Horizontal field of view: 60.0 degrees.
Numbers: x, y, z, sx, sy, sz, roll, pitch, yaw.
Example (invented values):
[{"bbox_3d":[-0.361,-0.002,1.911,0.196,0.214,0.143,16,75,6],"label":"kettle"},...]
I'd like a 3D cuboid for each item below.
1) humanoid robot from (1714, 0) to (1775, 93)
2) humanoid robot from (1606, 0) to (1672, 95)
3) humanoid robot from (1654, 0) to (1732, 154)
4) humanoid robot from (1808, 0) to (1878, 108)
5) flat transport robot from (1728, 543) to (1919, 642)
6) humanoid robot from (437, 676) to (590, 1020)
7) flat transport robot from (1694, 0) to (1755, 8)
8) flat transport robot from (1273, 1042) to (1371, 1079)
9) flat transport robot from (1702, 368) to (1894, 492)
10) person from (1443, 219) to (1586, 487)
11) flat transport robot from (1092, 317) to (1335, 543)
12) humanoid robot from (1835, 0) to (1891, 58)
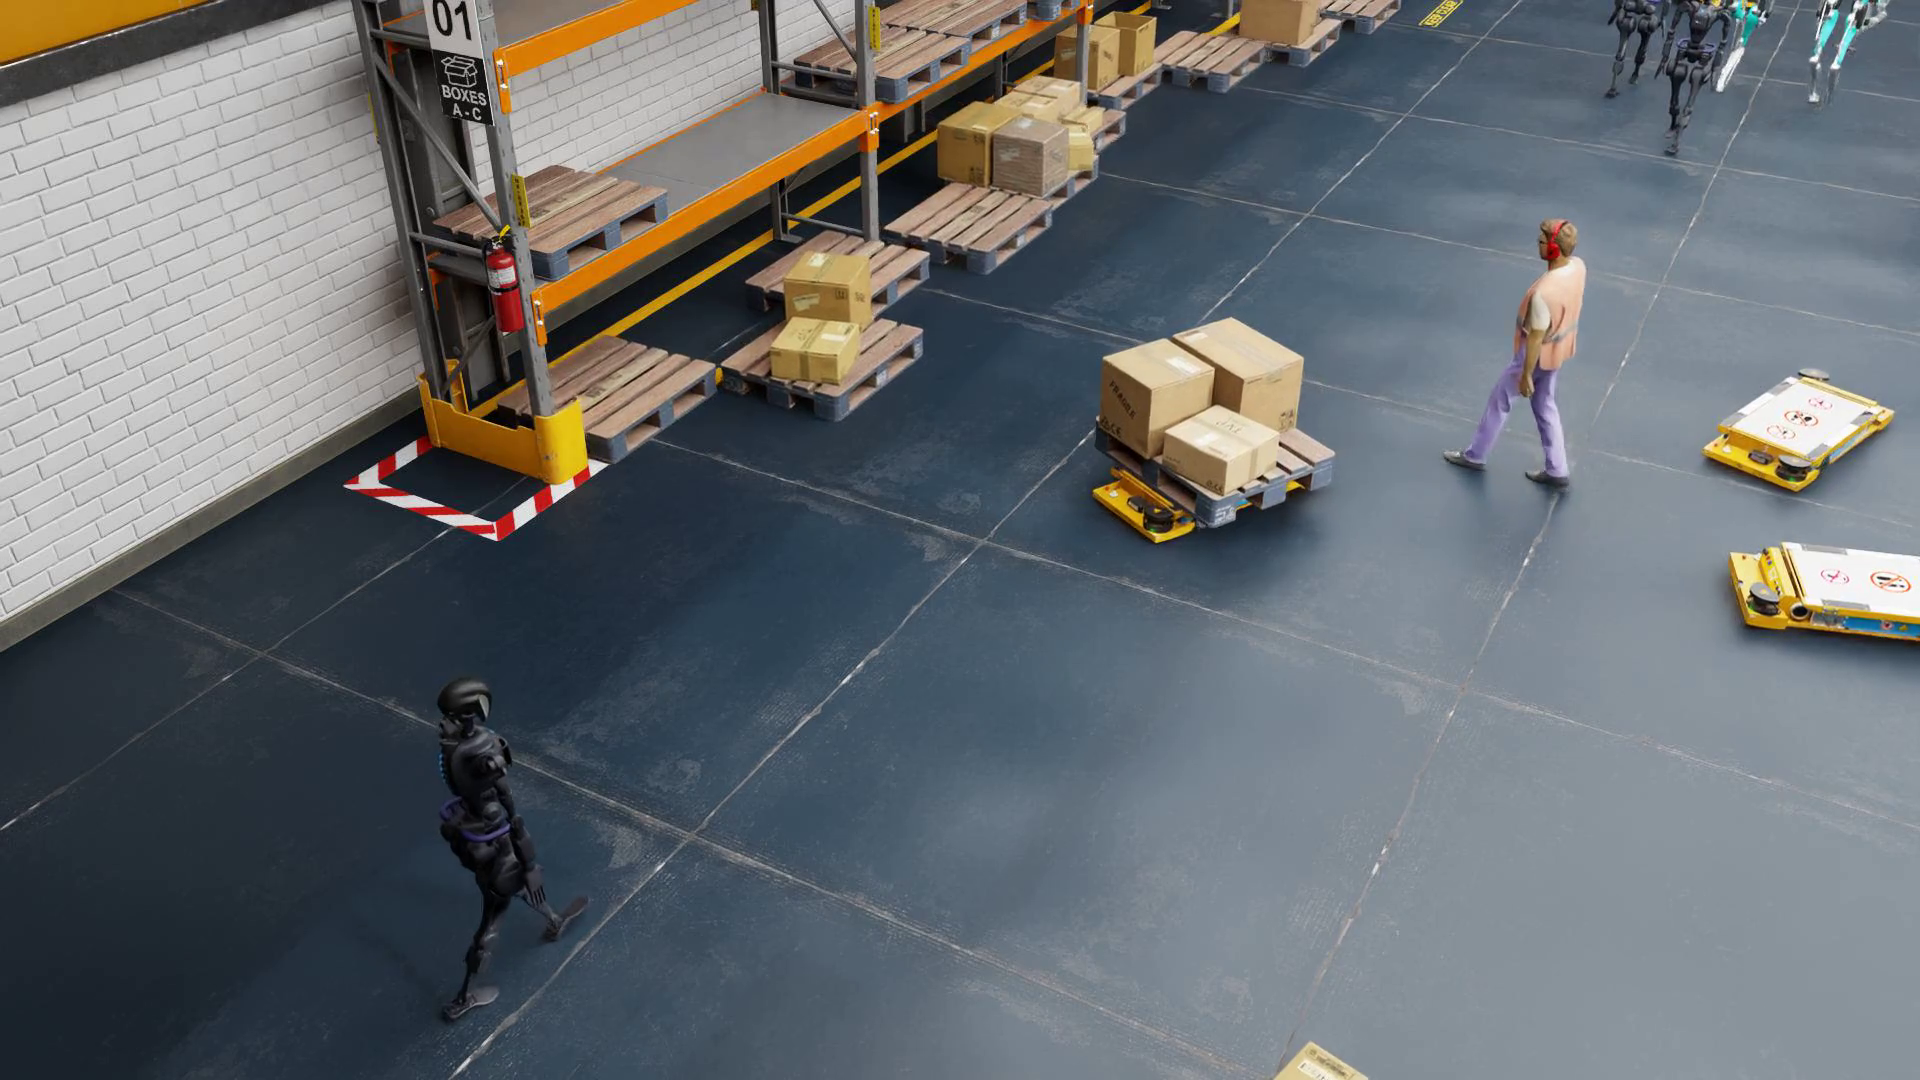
[{"bbox_3d":[8.255,-5.589,17.325,0.567,1.765,1.042,22,39,29],"label":"humanoid robot"},{"bbox_3d":[7.017,-5.447,17.168,0.596,1.616,0.819,20,38,27],"label":"humanoid robot"},{"bbox_3d":[6.930,-4.534,15.774,0.589,1.619,0.789,21,39,28],"label":"humanoid robot"},{"bbox_3d":[8.855,-5.206,16.764,0.540,1.853,0.749,23,40,30],"label":"humanoid robot"},{"bbox_3d":[5.281,0.328,9.651,1.431,0.231,0.659,7,34,10],"label":"flat transport robot"},{"bbox_3d":[-1.961,1.253,7.019,0.591,1.619,0.818,29,43,36],"label":"humanoid robot"},{"bbox_3d":[9.218,-6.818,20.463,0.659,0.231,1.431,-5,34,-7],"label":"flat transport robot"},{"bbox_3d":[1.421,2.809,5.897,0.659,0.231,1.431,27,42,35],"label":"flat transport robot"},{"bbox_3d":[5.716,-0.762,11.301,1.431,0.231,0.659,-26,42,-34],"label":"flat transport robot"},{"bbox_3d":[3.644,-1.186,10.540,0.815,1.811,0.590,28,42,35],"label":"person"},{"bbox_3d":[1.625,-0.399,10.752,1.431,0.231,0.659,-20,38,-27],"label":"flat transport robot"},{"bbox_3d":[9.960,-6.113,18.099,0.541,1.835,0.652,-23,40,-30],"label":"humanoid robot"}]
